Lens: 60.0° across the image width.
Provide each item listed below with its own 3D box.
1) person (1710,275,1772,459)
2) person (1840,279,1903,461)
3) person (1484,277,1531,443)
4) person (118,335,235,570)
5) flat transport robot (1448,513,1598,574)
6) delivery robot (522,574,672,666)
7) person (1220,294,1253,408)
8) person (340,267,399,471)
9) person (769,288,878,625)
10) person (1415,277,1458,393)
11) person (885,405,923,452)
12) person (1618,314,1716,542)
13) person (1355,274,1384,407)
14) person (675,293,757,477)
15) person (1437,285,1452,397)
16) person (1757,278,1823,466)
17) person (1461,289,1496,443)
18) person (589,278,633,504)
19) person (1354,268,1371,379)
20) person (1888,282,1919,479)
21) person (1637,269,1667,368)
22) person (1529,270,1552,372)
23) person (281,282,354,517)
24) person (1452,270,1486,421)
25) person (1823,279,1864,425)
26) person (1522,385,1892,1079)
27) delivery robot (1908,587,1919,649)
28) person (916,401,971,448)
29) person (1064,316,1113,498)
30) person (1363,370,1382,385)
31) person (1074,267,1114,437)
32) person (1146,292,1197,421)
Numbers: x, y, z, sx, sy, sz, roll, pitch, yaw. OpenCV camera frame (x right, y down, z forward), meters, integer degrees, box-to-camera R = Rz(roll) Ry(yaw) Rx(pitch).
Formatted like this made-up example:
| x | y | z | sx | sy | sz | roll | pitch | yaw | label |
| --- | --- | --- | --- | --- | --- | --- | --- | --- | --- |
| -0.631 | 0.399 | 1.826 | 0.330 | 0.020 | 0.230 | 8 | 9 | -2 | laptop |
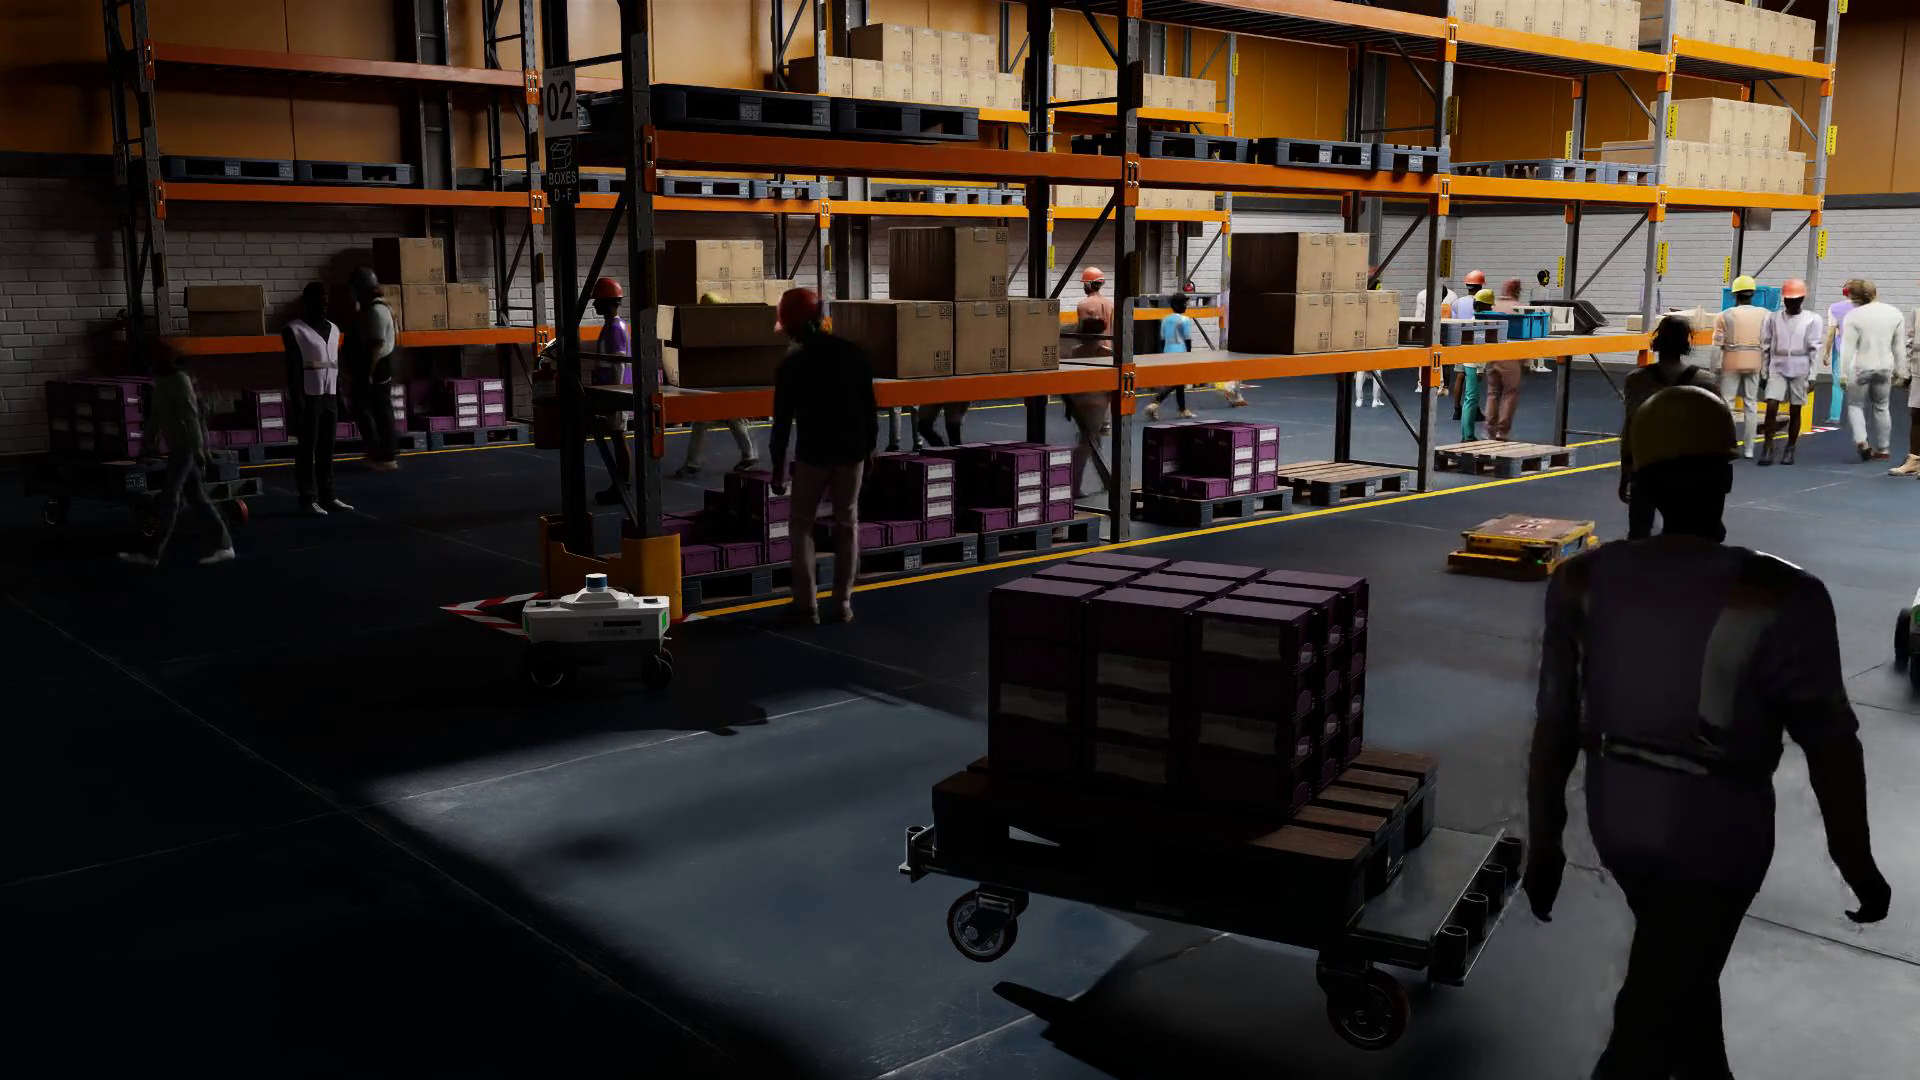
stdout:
| x | y | z | sx | sy | sz | roll | pitch | yaw | label |
| --- | --- | --- | --- | --- | --- | --- | --- | --- | --- |
| 8.176 | -1.804 | 17.452 | 0.591 | 1.922 | 0.388 | 1 | 10 | 9 | person |
| 9.375 | -1.725 | 17.102 | 0.684 | 1.899 | 0.546 | 0 | 10 | 1 | person |
| 6.222 | -2.047 | 18.979 | 0.424 | 1.897 | 0.663 | -6 | 12 | -33 | person |
| -5.389 | -0.597 | 11.376 | 0.765 | 1.583 | 0.514 | -7 | 12 | -35 | person |
| 3.967 | 0.011 | 11.651 | 0.652 | 0.197 | 1.431 | 6 | 12 | 33 | flat transport robot |
| -1.785 | 0.410 | 8.210 | 0.707 | 0.478 | 0.477 | -2 | 10 | -9 | delivery robot |
| 3.907 | -2.793 | 23.215 | 0.442 | 1.929 | 0.649 | -3 | 10 | -14 | person |
| -5.857 | -1.691 | 16.439 | 0.578 | 2.000 | 0.711 | -4 | 11 | -23 | person |
| -0.762 | -0.463 | 9.561 | 0.670 | 1.947 | 0.411 | -5 | 11 | -25 | person |
| 7.364 | -3.212 | 25.790 | 0.654 | 1.895 | 0.401 | 0 | 10 | 2 | person |
| -0.625 | -1.847 | 17.972 | 0.591 | 1.829 | 0.404 | -3 | 10 | -16 | person |
| 4.080 | -0.399 | 9.616 | 0.505 | 1.802 | 0.971 | 3 | 10 | 15 | person |
| 5.792 | -2.808 | 23.482 | 0.513 | 1.872 | 0.328 | 4 | 10 | 22 | person |
| -2.349 | -1.508 | 16.170 | 0.599 | 1.778 | 0.943 | 7 | 12 | 36 | person |
| 7.227 | -3.000 | 25.109 | 0.538 | 1.695 | 0.319 | -6 | 11 | -31 | person |
| 8.358 | -1.677 | 16.774 | 0.551 | 1.896 | 0.788 | 6 | 11 | 31 | person |
| 5.786 | -1.912 | 18.562 | 0.320 | 1.762 | 0.522 | 2 | 10 | 11 | person |
| -3.001 | -1.276 | 14.310 | 0.361 | 1.938 | 0.545 | -2 | 10 | -14 | person |
| 6.880 | -3.748 | 28.652 | 0.571 | 1.974 | 0.644 | -1 | 10 | -7 | person |
| 9.235 | -1.589 | 15.831 | 0.394 | 2.044 | 0.609 | -3 | 10 | -17 | person |
| 11.462 | -3.589 | 27.566 | 0.414 | 2.037 | 0.637 | 8 | 12 | 38 | person |
| 10.700 | -4.025 | 30.628 | 0.321 | 1.862 | 0.532 | -5 | 11 | -25 | person |
| -5.305 | -1.160 | 13.707 | 0.391 | 1.913 | 0.588 | 3 | 10 | 19 | person |
| 6.604 | -2.500 | 21.475 | 0.358 | 1.938 | 0.542 | -8 | 13 | -41 | person |
| 11.165 | -2.350 | 20.879 | 0.571 | 1.840 | 0.374 | 2 | 10 | 9 | person |
| 1.491 | 0.618 | 3.473 | 1.042 | 1.864 | 0.615 | -6 | 11 | -31 | person |
| 5.012 | 0.378 | 8.398 | 0.477 | 0.478 | 0.707 | 6 | 12 | 32 | delivery robot |
| -0.136 | -1.368 | 14.794 | 0.643 | 1.952 | 0.419 | 8 | 12 | 38 | person |
| 1.206 | -1.180 | 14.762 | 0.870 | 1.593 | 0.521 | -8 | 13 | -40 | person |
| 6.715 | -3.373 | 27.159 | 0.487 | 1.744 | 0.297 | 4 | 11 | 24 | person |
| 1.564 | -2.202 | 19.566 | 0.392 | 1.995 | 0.612 | 9 | 13 | 43 | person |
| 2.735 | -2.361 | 21.461 | 0.803 | 1.668 | 0.530 | -4 | 11 | -25 | person |
